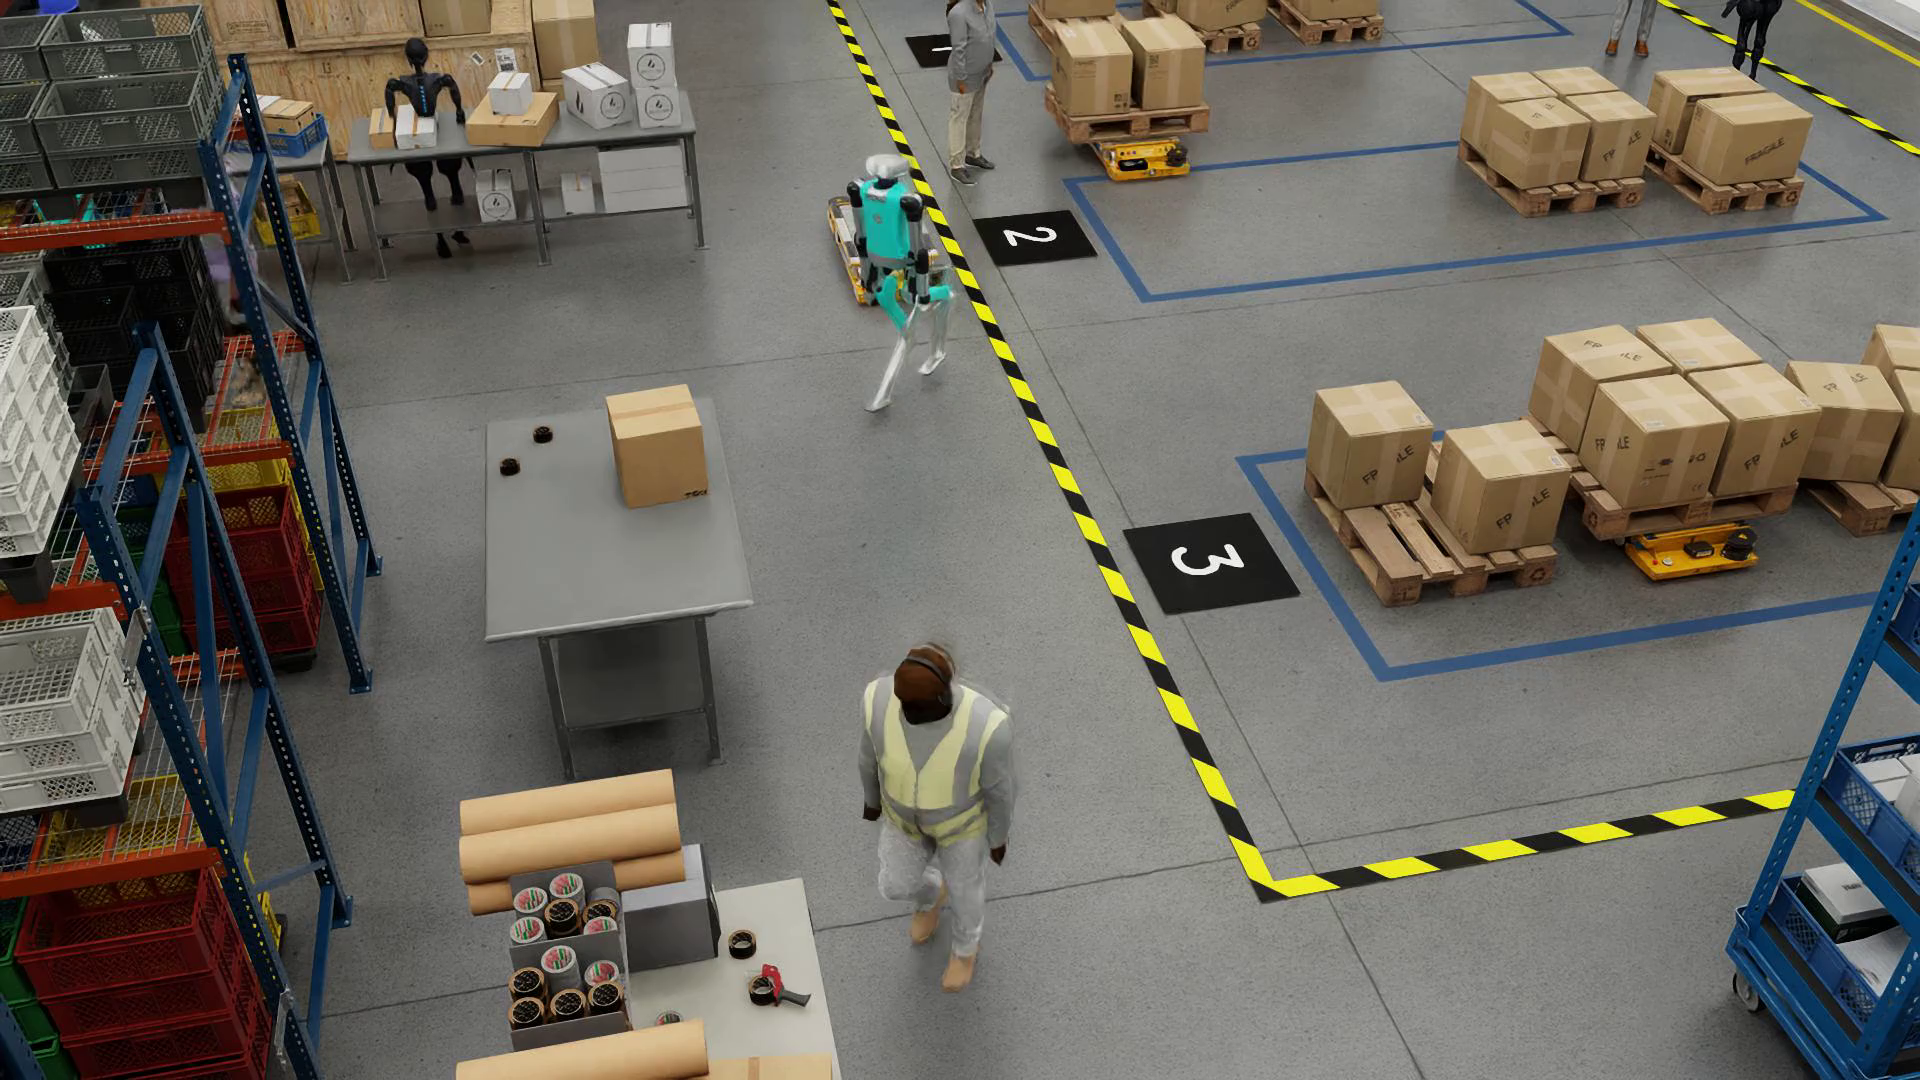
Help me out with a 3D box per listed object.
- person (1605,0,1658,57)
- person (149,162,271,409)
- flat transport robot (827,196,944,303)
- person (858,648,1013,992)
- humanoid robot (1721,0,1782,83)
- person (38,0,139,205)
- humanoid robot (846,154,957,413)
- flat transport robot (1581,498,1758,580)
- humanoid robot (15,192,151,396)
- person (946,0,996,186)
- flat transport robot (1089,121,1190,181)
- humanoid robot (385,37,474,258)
[{"bbox_3d":[6.476,-5.467,15.548,0.586,1.883,0.385,8,37,10],"label":"person"},{"bbox_3d":[-4.652,-1.673,10.351,0.698,1.999,0.485,24,43,28],"label":"person"},{"bbox_3d":[-0.570,-2.220,12.538,0.659,0.231,1.431,-8,37,-10],"label":"flat transport robot"},{"bbox_3d":[-0.103,1.111,6.757,0.665,1.818,0.439,13,39,17],"label":"person"},{"bbox_3d":[7.166,-4.881,14.923,0.599,1.655,0.315,-15,39,-19],"label":"humanoid robot"},{"bbox_3d":[-6.435,-3.187,12.440,0.603,1.937,0.399,27,45,32],"label":"person"},{"bbox_3d":[-0.318,-1.697,10.635,0.553,1.753,1.047,21,42,26],"label":"humanoid robot"},{"bbox_3d":[4.062,-0.294,9.926,0.652,0.197,1.431,-8,37,-10],"label":"flat transport robot"},{"bbox_3d":[-5.266,-1.407,10.132,0.530,1.692,0.742,-14,39,-18],"label":"humanoid robot"},{"bbox_3d":[0.082,-3.771,13.363,0.394,1.769,0.561,18,40,23],"label":"person"},{"bbox_3d":[1.422,-3.468,14.191,0.652,0.197,1.431,-8,37,-10],"label":"flat transport robot"},{"bbox_3d":[-3.910,-2.878,12.239,0.594,1.653,0.351,-12,38,-15],"label":"humanoid robot"}]
